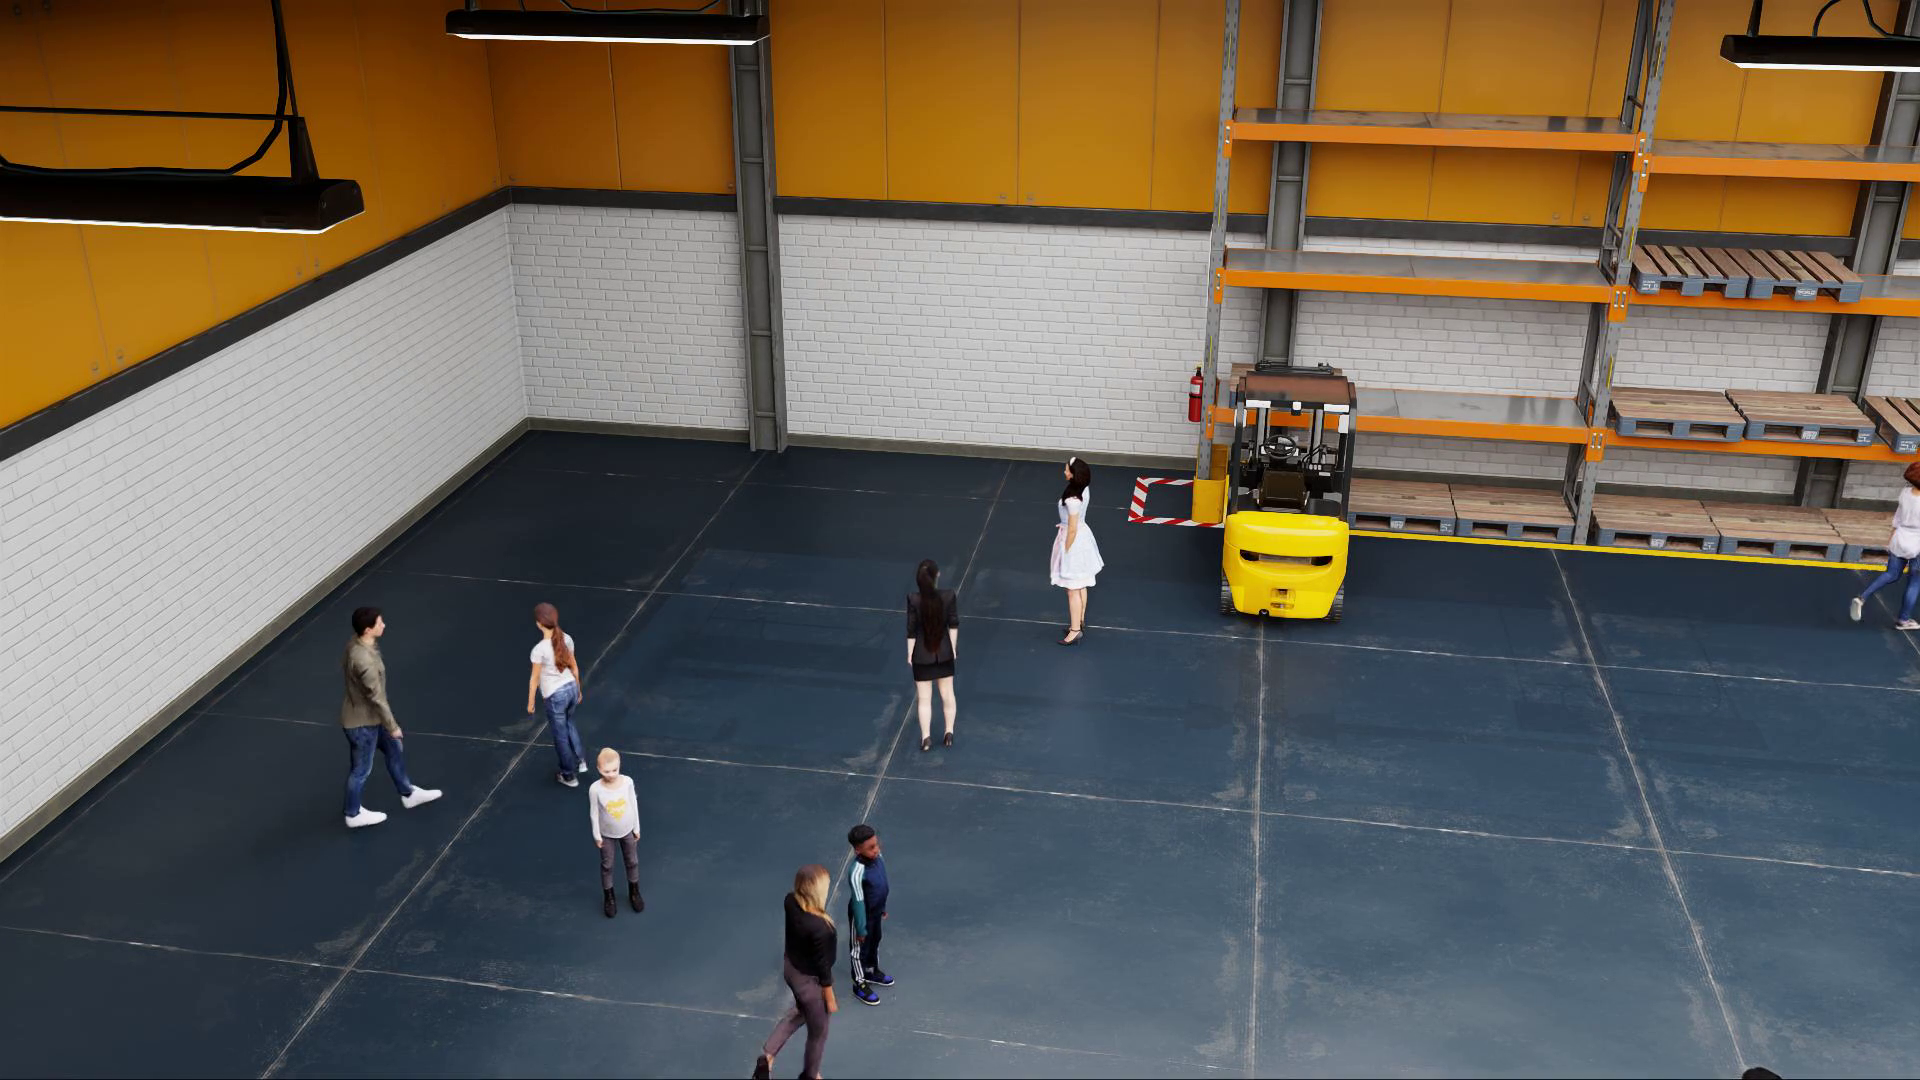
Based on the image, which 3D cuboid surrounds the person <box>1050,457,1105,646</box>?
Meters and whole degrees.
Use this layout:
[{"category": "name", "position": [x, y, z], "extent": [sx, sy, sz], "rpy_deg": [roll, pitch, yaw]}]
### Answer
[{"category": "person", "position": [1.051, 0.102, 15.280], "extent": [0.753, 1.817, 0.727], "rpy_deg": [7, 25, 16]}]

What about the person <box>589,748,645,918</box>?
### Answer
[{"category": "person", "position": [-2.395, 2.012, 11.586], "extent": [0.558, 1.277, 0.630], "rpy_deg": [-11, 26, -23]}]

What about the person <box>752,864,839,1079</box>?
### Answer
[{"category": "person", "position": [-0.963, 2.628, 9.702], "extent": [0.923, 1.656, 0.857], "rpy_deg": [-16, 28, -32]}]

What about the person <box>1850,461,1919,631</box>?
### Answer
[{"category": "person", "position": [8.811, 0.063, 15.528], "extent": [1.045, 1.691, 0.868], "rpy_deg": [-5, 24, -11]}]

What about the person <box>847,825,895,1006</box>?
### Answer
[{"category": "person", "position": [-0.602, 2.387, 10.754], "extent": [0.541, 1.256, 0.544], "rpy_deg": [11, 26, 23]}]

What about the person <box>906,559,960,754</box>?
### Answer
[{"category": "person", "position": [-0.214, 0.939, 13.517], "extent": [0.587, 1.696, 0.719], "rpy_deg": [-6, 24, -12]}]

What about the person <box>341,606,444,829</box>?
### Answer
[{"category": "person", "position": [-4.524, 1.353, 12.406], "extent": [1.108, 1.826, 0.980], "rpy_deg": [-9, 25, -19]}]

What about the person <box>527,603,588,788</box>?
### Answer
[{"category": "person", "position": [-3.093, 1.232, 13.027], "extent": [0.678, 1.551, 0.648], "rpy_deg": [16, 28, 32]}]
